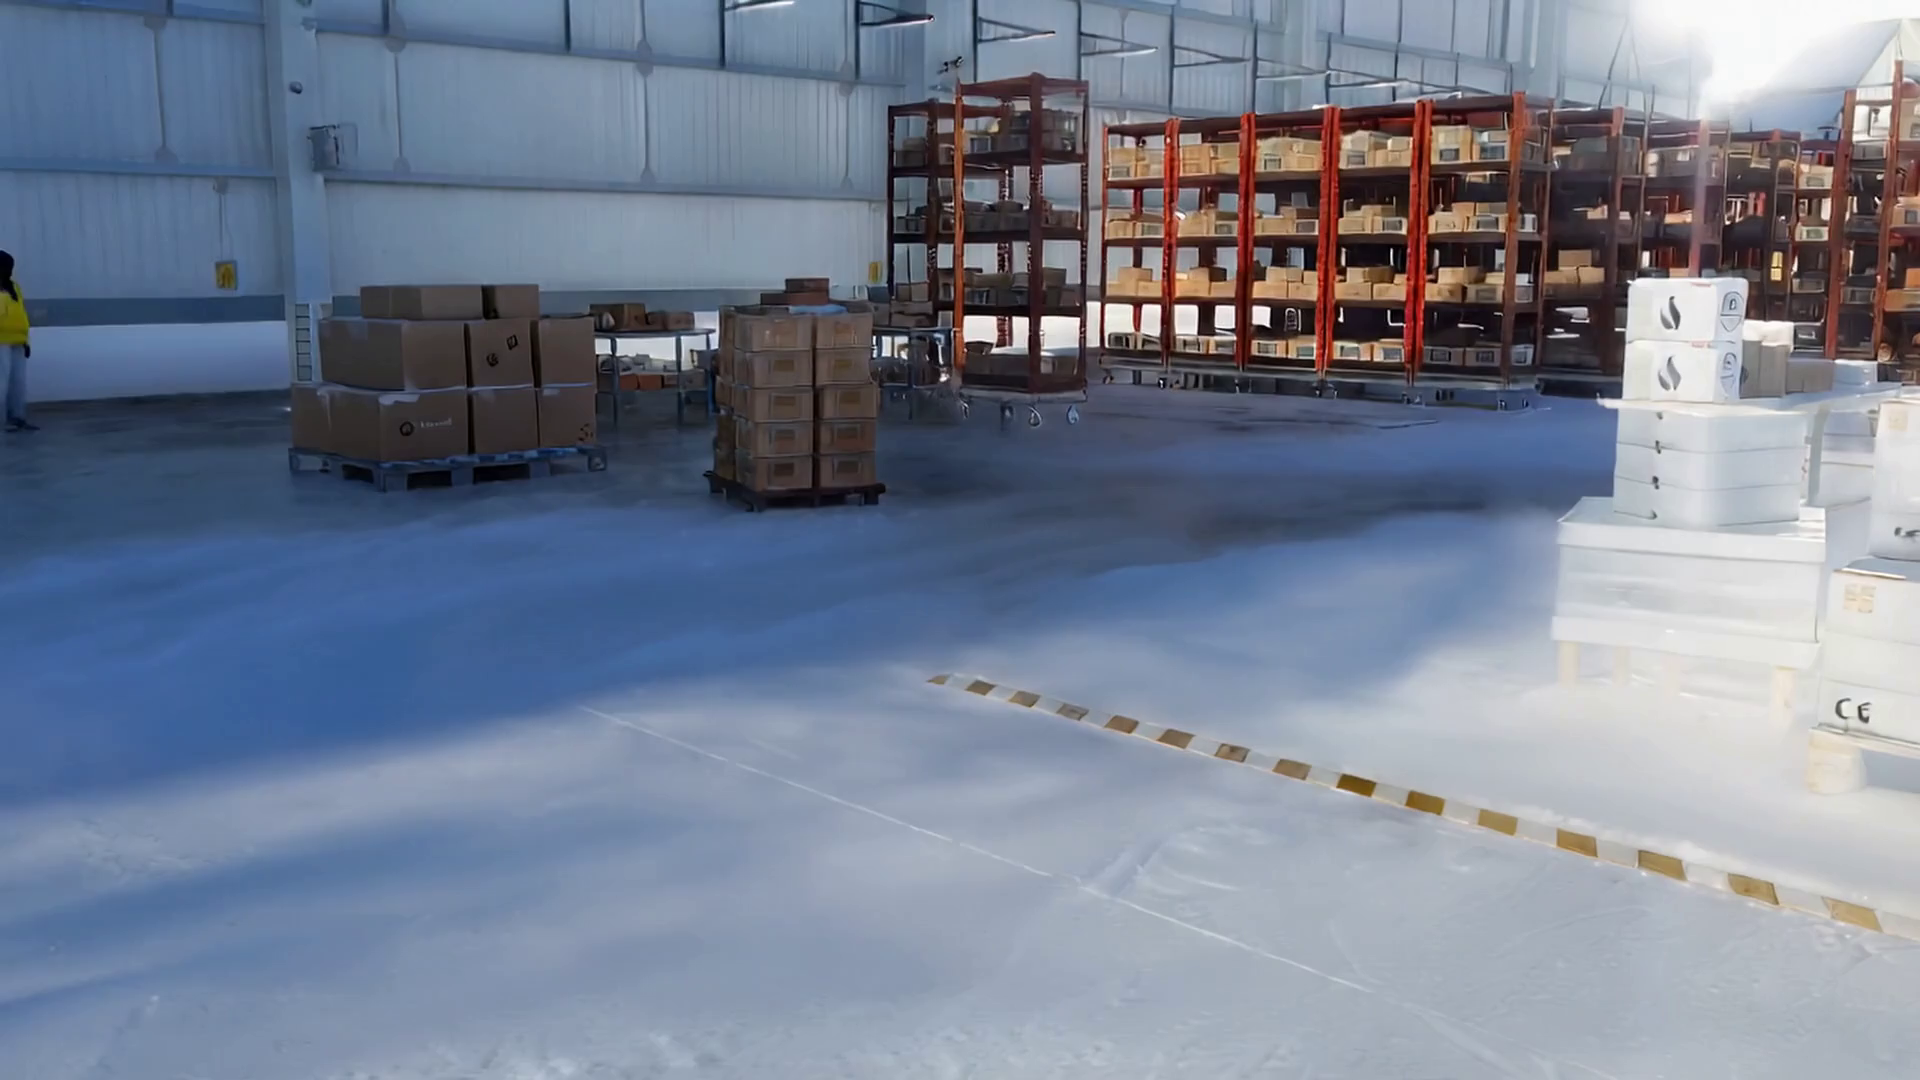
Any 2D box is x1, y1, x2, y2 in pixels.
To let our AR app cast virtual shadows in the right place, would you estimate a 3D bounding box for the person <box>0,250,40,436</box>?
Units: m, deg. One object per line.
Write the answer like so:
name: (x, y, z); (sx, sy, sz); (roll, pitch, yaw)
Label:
person: (-9.413, -1.932, 16.398); (0.431, 1.833, 0.636); (0, 9, 3)
